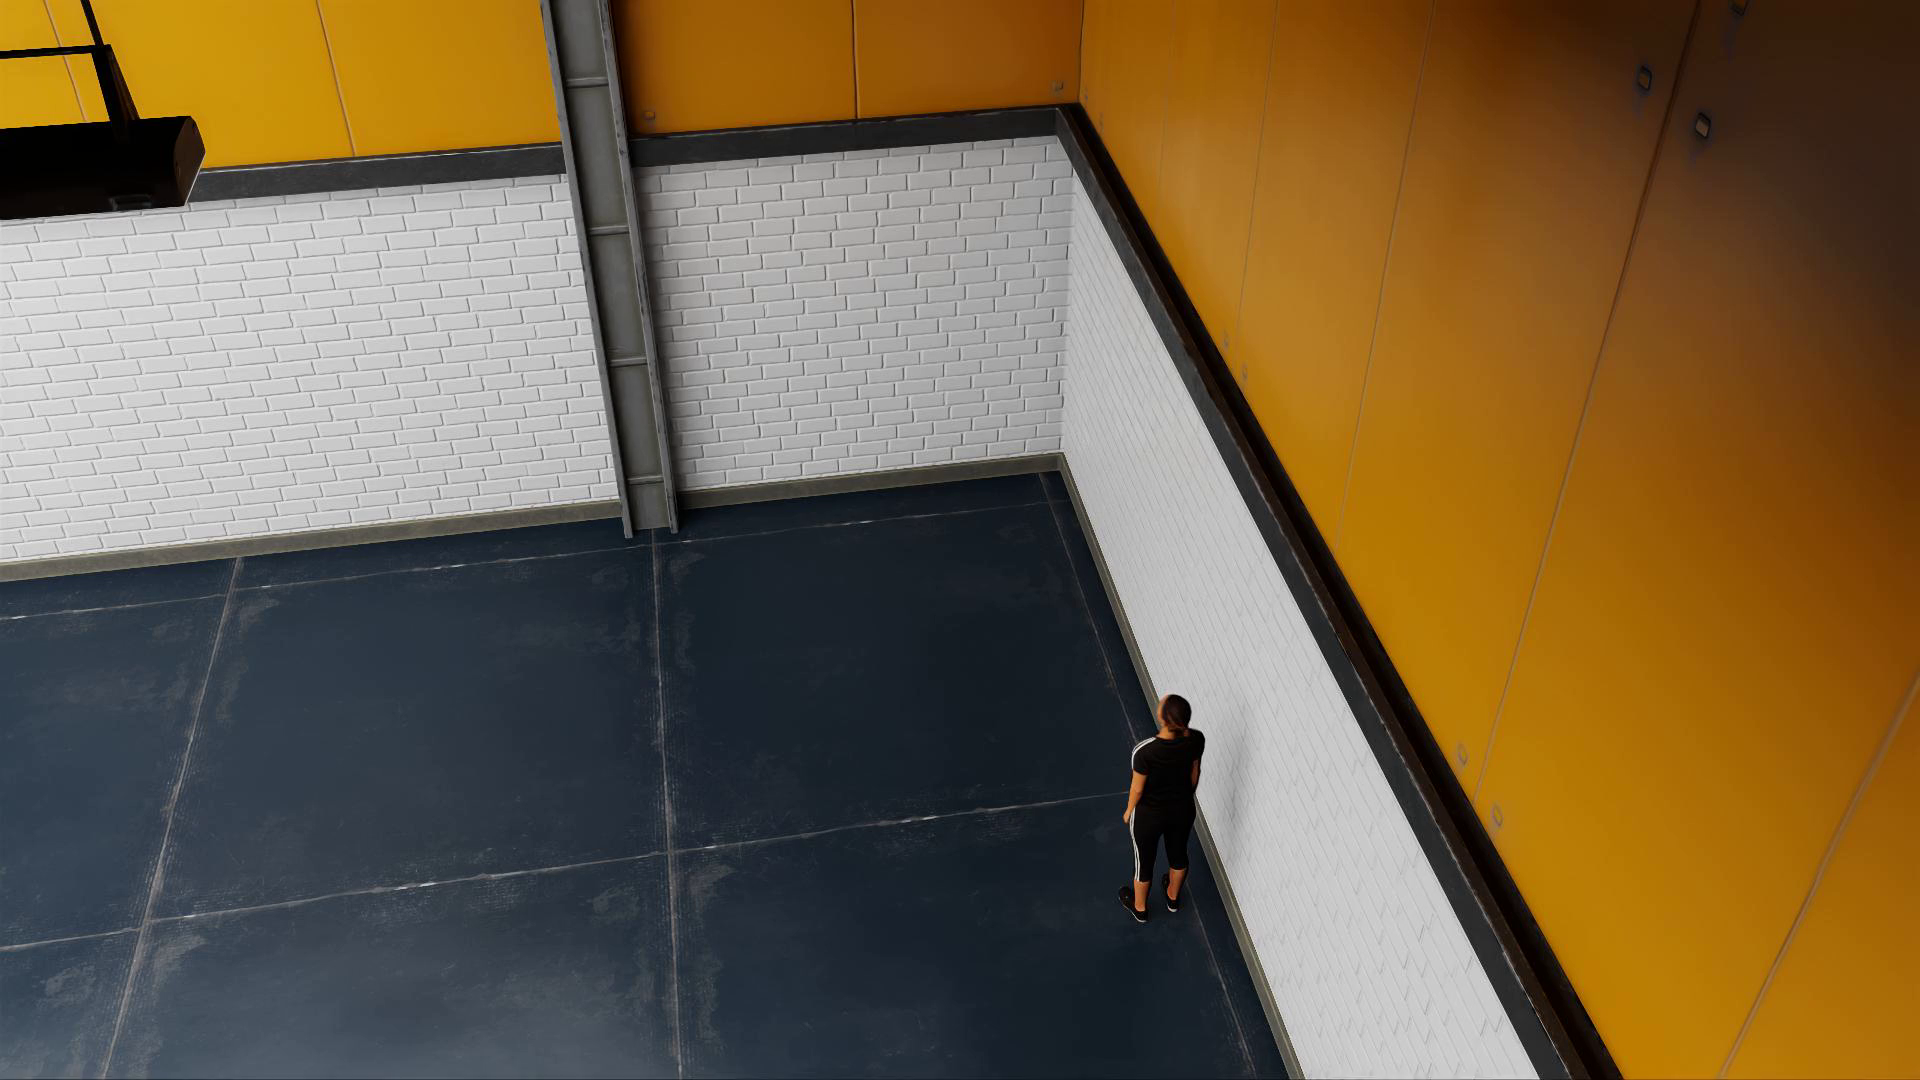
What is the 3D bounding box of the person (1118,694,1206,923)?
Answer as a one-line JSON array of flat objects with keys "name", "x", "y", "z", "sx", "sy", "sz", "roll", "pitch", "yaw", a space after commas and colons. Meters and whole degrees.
[{"name": "person", "x": 1.120, "y": 1.469, "z": 9.168, "sx": 0.518, "sy": 1.667, "sz": 0.676, "roll": -12, "pitch": 40, "yaw": -15}]
